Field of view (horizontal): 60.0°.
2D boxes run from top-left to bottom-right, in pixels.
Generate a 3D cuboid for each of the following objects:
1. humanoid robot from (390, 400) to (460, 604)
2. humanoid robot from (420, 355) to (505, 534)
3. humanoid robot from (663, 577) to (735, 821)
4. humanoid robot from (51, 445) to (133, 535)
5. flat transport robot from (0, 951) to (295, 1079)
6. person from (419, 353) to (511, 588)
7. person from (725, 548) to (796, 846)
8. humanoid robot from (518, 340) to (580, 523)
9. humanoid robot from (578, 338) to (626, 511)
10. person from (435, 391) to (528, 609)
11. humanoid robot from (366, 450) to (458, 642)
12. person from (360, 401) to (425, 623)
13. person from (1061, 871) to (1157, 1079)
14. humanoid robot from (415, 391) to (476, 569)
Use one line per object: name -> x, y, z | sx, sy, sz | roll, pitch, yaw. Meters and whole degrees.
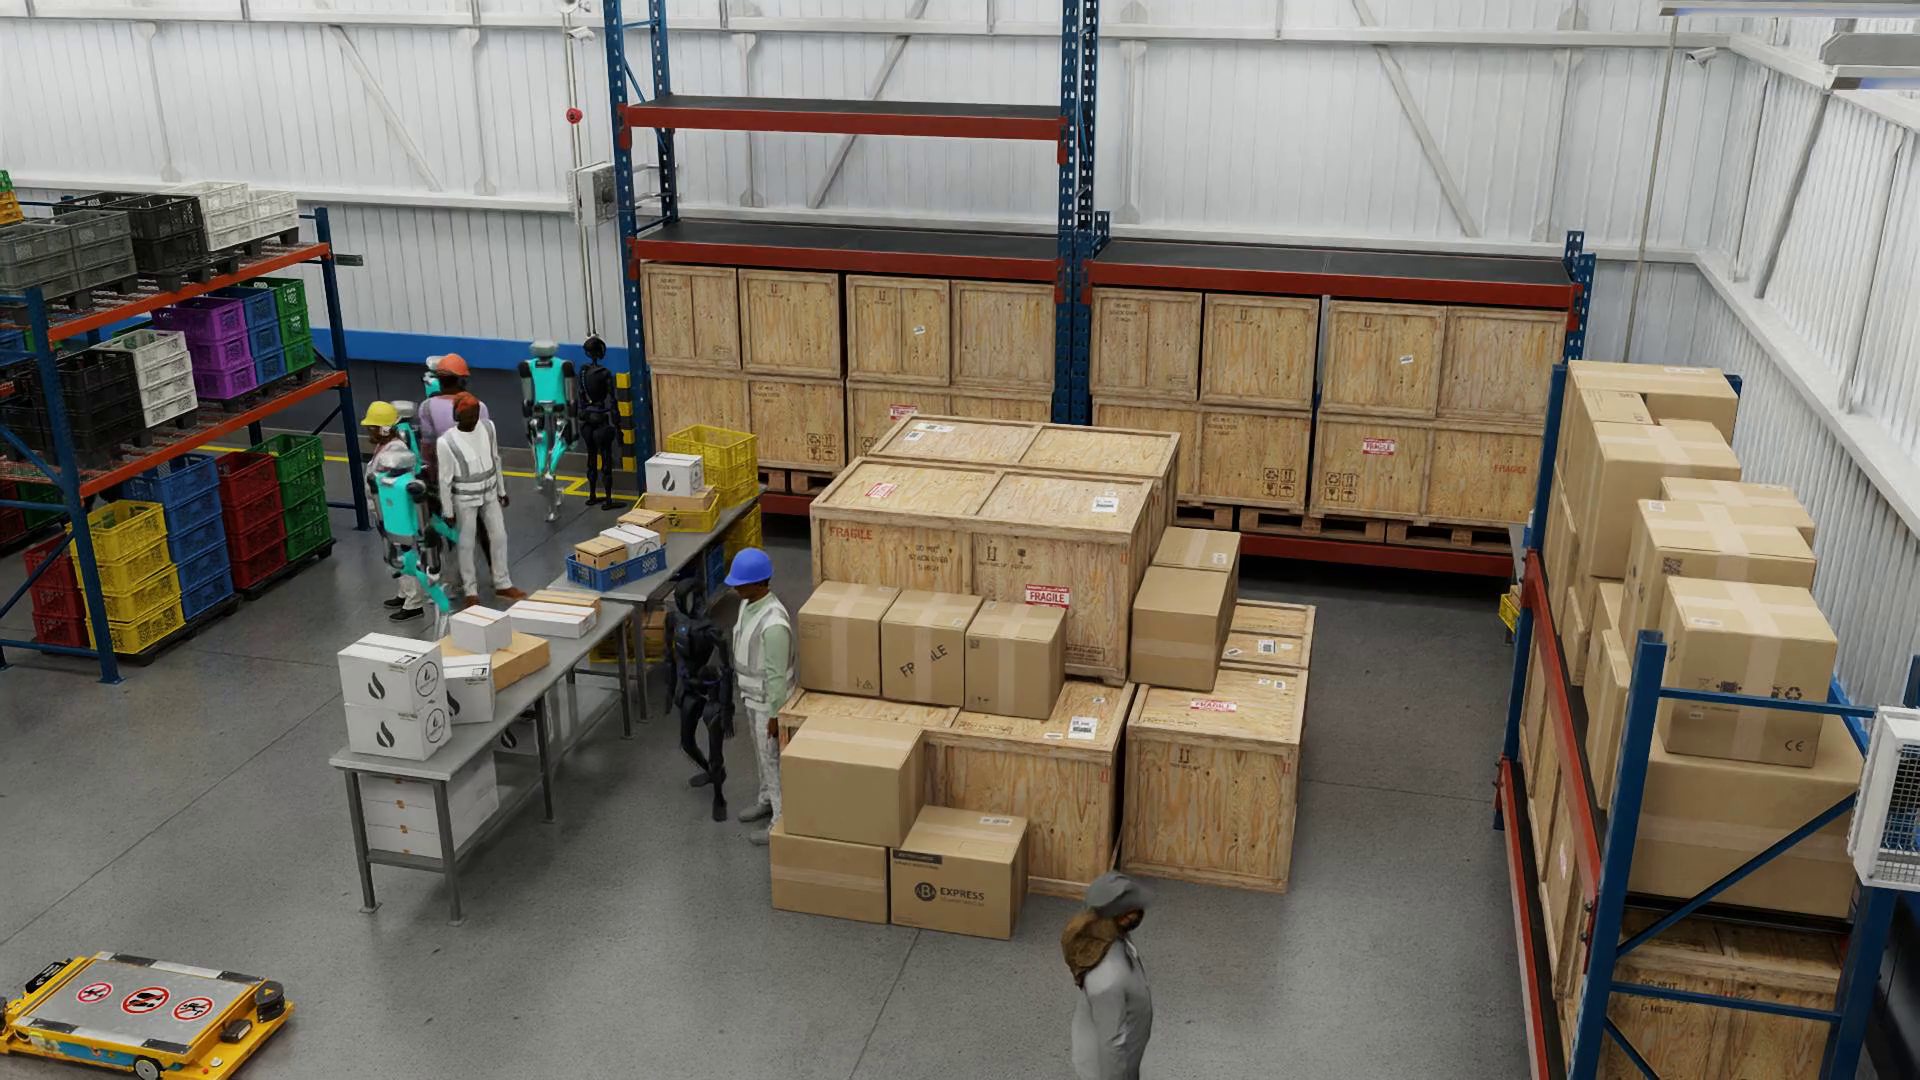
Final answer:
humanoid robot -> -4.318, -0.311, 13.777 | 0.682, 1.786, 0.535 | -8, 22, -20
humanoid robot -> -4.450, -0.898, 15.151 | 0.735, 1.677, 0.533 | -17, 27, -37
humanoid robot -> -1.600, 0.966, 10.554 | 0.602, 1.647, 0.458 | 14, 25, 33
humanoid robot -> -7.529, -0.518, 14.436 | 0.611, 1.642, 0.441 | -19, 28, -40
flat transport robot -> -4.270, 2.464, 8.601 | 1.431, 0.231, 0.659 | 5, 22, 13
person -> -4.191, -0.575, 14.098 | 0.653, 2.029, 0.422 | 4, 21, 10
person -> -1.211, 0.949, 10.232 | 0.412, 1.939, 0.612 | -8, 22, -20
humanoid robot -> -3.846, -0.960, 15.487 | 0.544, 1.729, 1.016 | 2, 21, 6
humanoid robot -> -3.480, -1.131, 16.011 | 0.599, 1.657, 0.315 | 19, 28, 40
person -> -3.955, -0.316, 13.646 | 0.443, 1.872, 0.609 | 14, 25, 33
humanoid robot -> -4.048, 0.125, 12.717 | 0.539, 1.822, 0.742 | 10, 23, 24
person -> -4.591, -0.238, 13.476 | 0.404, 1.833, 0.589 | -9, 23, -22
person -> 0.622, 2.210, 7.160 | 0.398, 1.769, 0.572 | 0, 21, 1
humanoid robot -> -4.415, -0.483, 14.315 | 0.599, 1.657, 0.315 | -18, 27, -38
